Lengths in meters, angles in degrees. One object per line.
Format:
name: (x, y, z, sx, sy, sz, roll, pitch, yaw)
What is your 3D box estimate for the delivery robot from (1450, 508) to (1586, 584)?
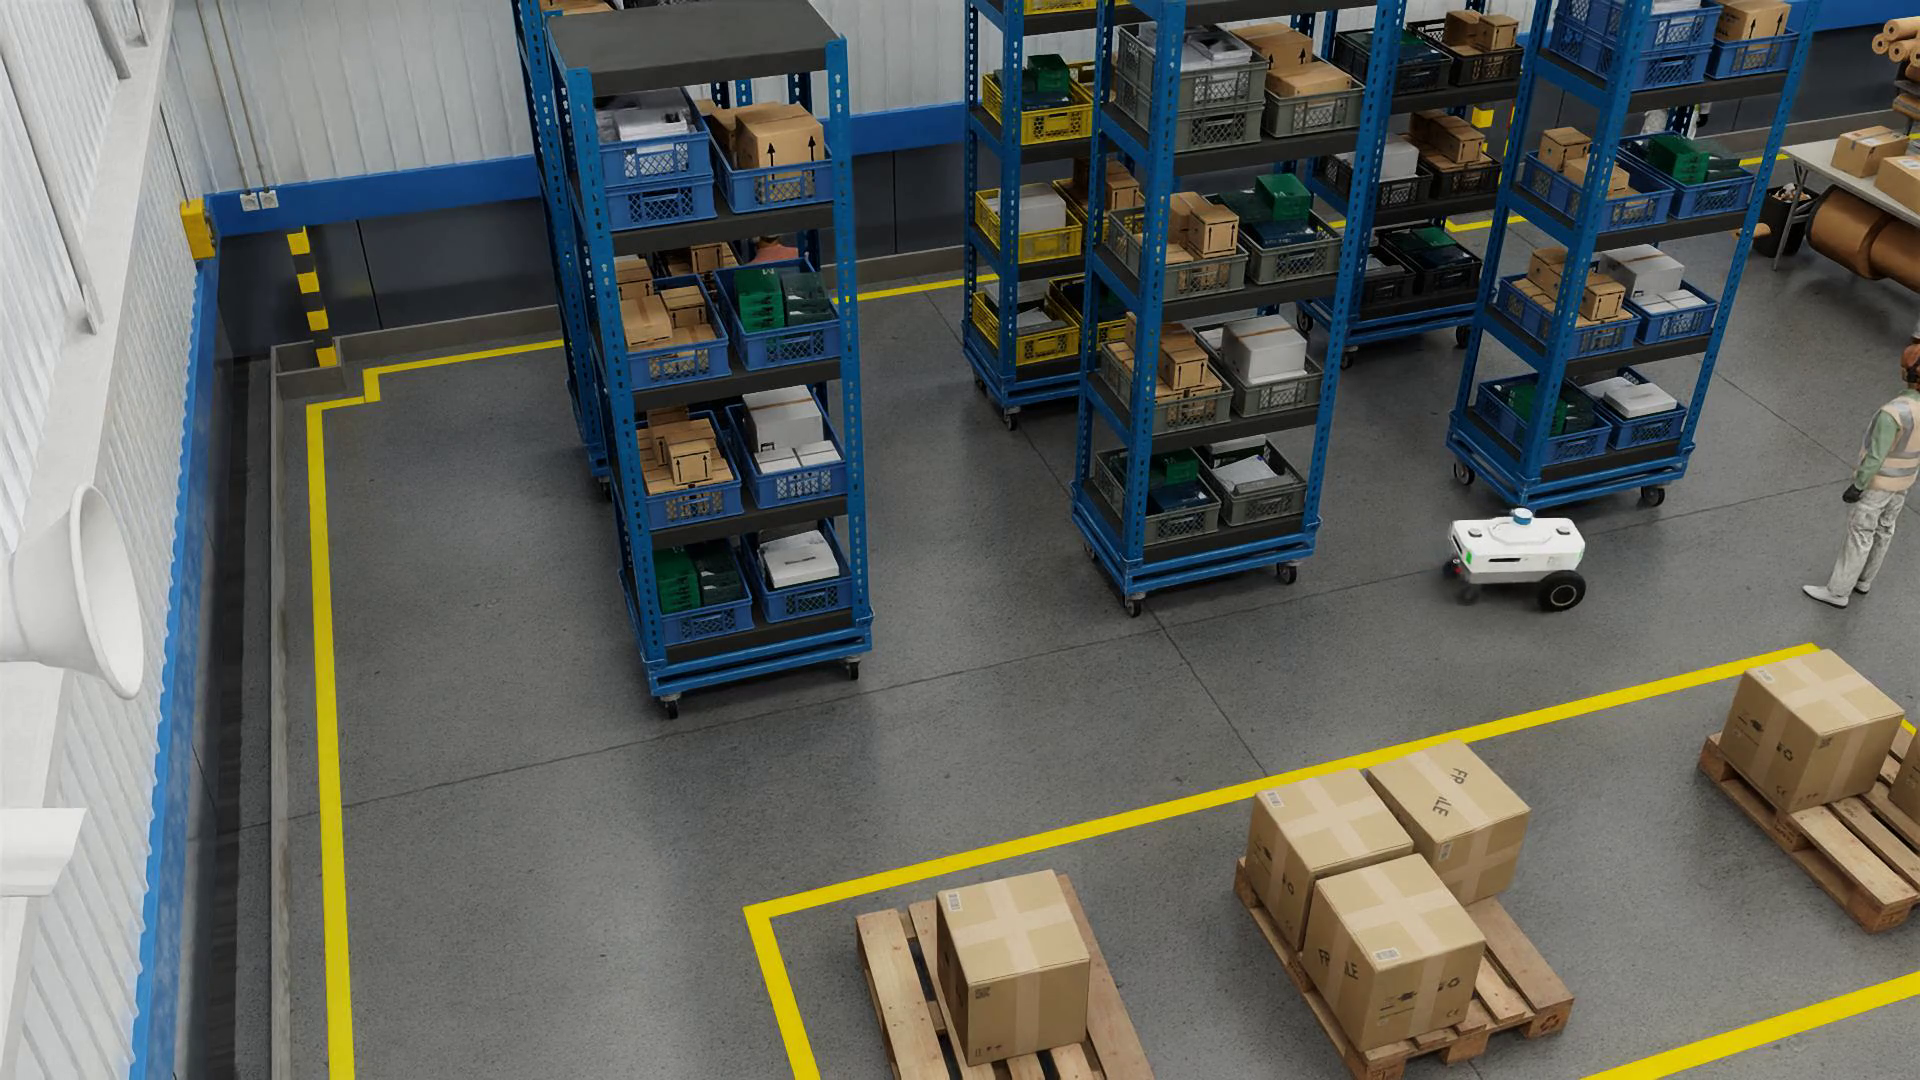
delivery robot: (3.224, 0.039, 9.653, 0.707, 0.478, 0.477, -1, 35, -2)

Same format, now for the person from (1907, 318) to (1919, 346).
person: (7.131, -2.114, 11.605, 0.373, 1.930, 0.631, 5, 35, 7)

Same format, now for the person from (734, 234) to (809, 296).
person: (-1.143, -1.176, 10.231, 0.625, 1.981, 0.411, -30, 45, -35)

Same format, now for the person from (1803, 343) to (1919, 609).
person: (5.187, -0.350, 9.343, 0.514, 1.645, 0.309, -21, 40, -27)
